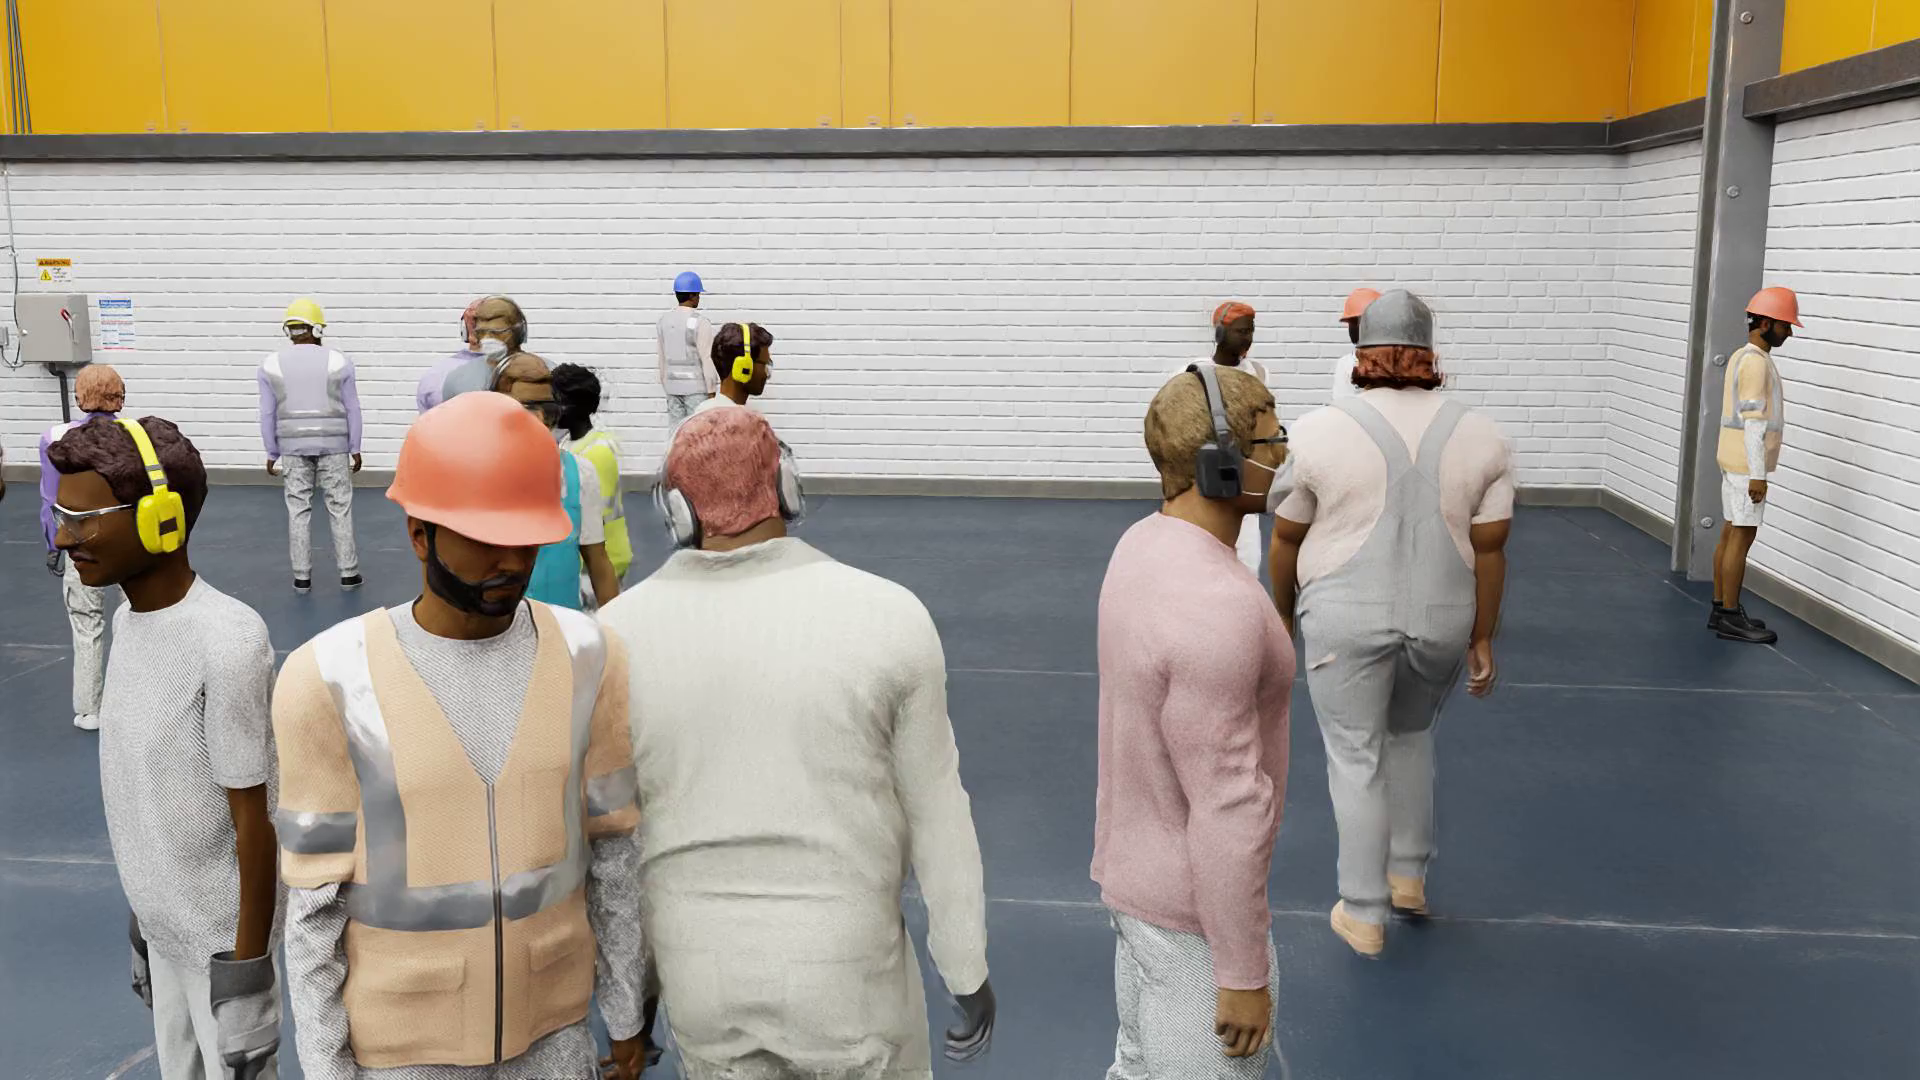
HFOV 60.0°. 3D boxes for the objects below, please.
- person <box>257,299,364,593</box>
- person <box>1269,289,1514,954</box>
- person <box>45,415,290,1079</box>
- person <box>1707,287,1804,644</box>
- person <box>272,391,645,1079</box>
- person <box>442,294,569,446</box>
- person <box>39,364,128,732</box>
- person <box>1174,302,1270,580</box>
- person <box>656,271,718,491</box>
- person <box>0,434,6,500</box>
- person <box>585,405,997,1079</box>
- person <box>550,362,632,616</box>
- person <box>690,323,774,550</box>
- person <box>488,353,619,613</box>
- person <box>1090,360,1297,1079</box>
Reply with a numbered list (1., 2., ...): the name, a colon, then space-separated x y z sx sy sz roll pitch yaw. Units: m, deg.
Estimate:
1. person: -4.013 -0.577 10.334 0.587 1.825 0.404 -3 10 -15
2. person: 1.281 0.216 5.176 0.687 2.000 0.691 -1 10 -5
3. person: -1.319 0.710 2.876 0.510 1.861 0.324 9 13 42
4. person: 4.339 -0.410 9.083 0.373 1.928 0.543 3 10 17
5. person: -0.727 0.733 2.556 0.555 1.925 0.393 -6 12 -33
6. person: -2.031 -0.146 7.578 0.636 1.931 0.377 1 10 7
7. person: -3.767 0.037 7.376 0.522 1.631 0.324 -7 12 -34
8. person: 1.345 -0.270 8.471 0.621 1.857 0.628 -3 10 -19
9. person: -2.259 -1.259 13.886 0.605 1.948 0.385 7 12 34
10. person: -5.422 -0.367 8.764 0.652 1.963 0.828 -4 11 -20
11. person: -0.302 0.720 2.759 0.701 1.877 0.544 1 10 7
12. person: -1.508 0.092 6.928 0.424 1.677 0.540 -5 11 -28
13. person: -0.857 0.097 6.411 0.345 1.854 0.524 -5 11 -27
14. person: -1.218 0.366 4.936 0.528 1.818 0.754 -9 13 -42
15. person: 0.422 0.652 2.969 0.372 1.940 0.630 -1 10 -7
